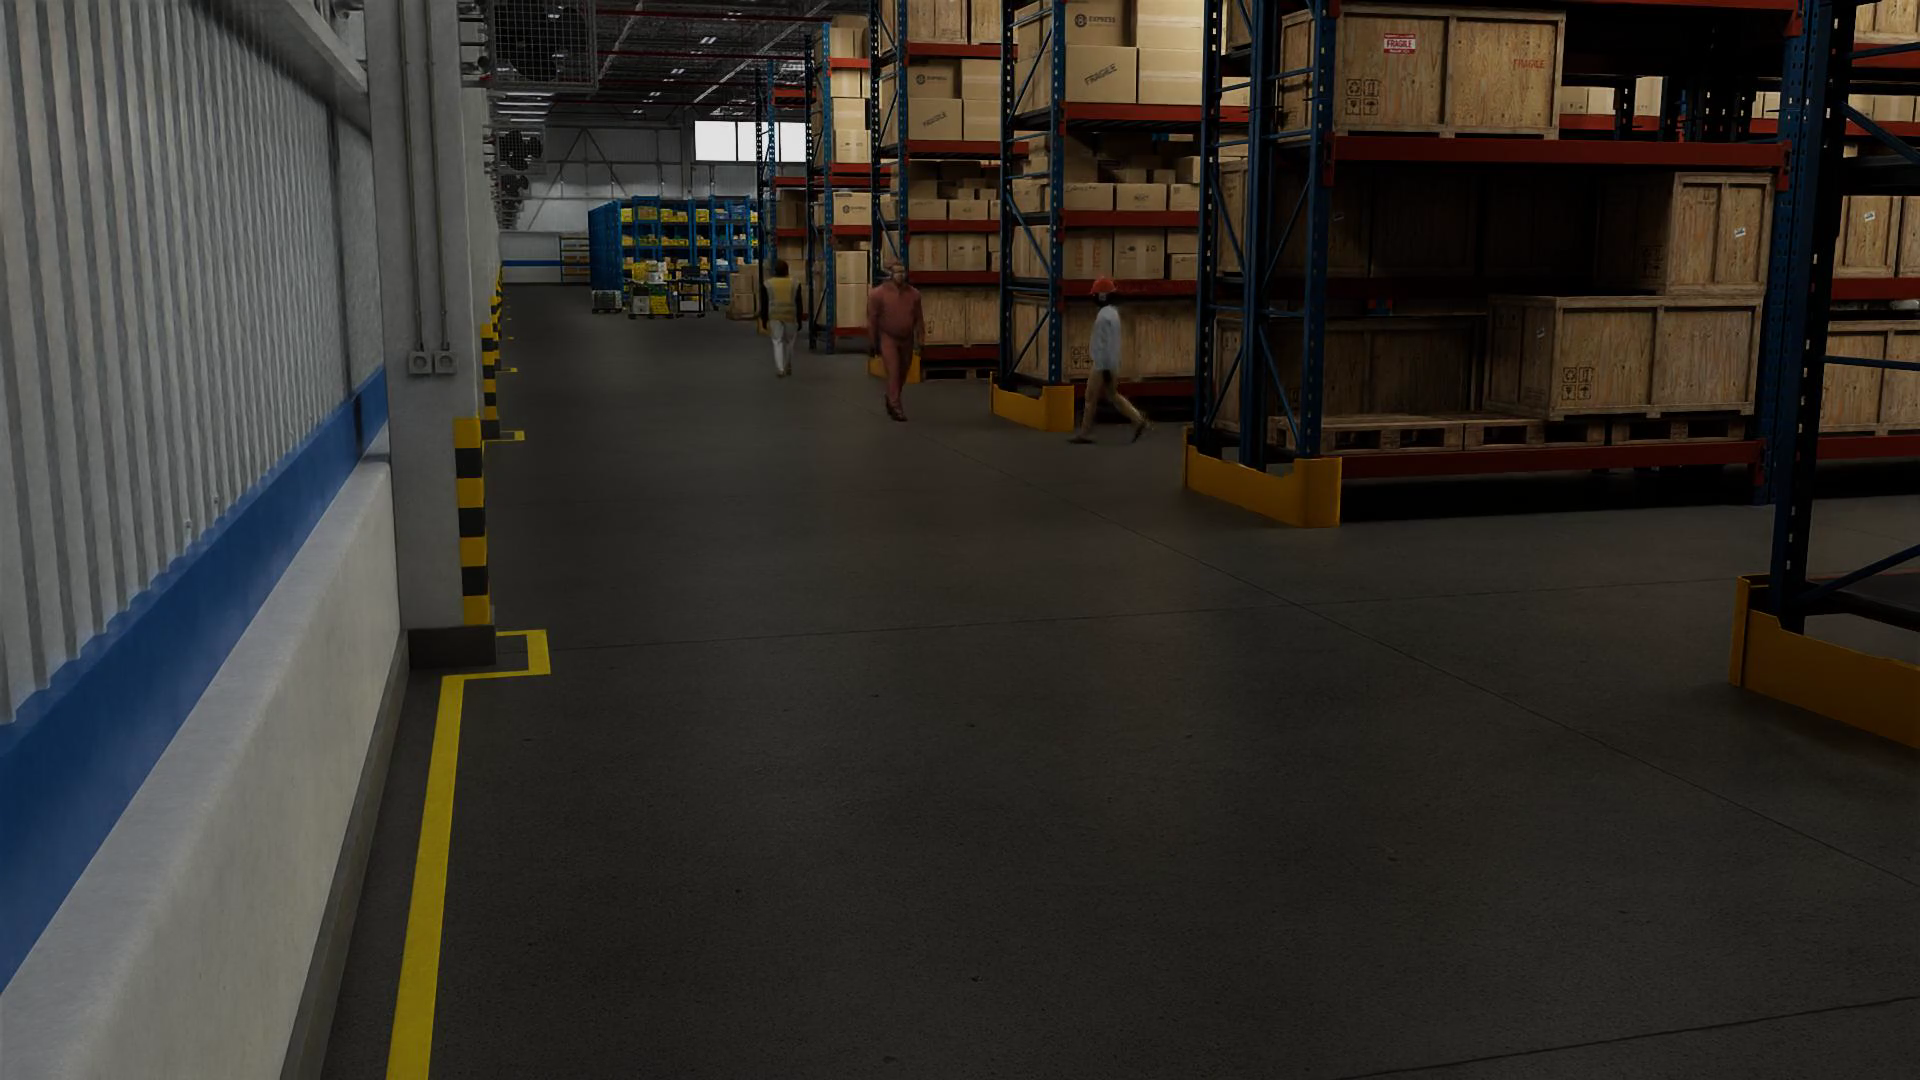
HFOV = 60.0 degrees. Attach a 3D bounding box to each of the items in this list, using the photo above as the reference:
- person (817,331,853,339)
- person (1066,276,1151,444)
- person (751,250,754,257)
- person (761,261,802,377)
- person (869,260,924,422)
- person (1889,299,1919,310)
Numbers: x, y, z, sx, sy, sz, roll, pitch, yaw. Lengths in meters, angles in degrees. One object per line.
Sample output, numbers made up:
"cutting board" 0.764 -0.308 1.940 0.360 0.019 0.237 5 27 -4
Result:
"person" -2.785 -5.334 36.320 0.795 1.923 0.619 -1 10 -3
"person" 1.524 -1.821 16.965 0.787 1.728 0.564 4 11 21
"person" -9.732 -12.789 78.750 0.585 1.831 0.502 -3 11 -17
"person" -2.783 -3.445 25.956 0.639 1.801 0.944 -1 10 -7
"person" -0.761 -2.352 19.561 0.656 1.880 0.869 -5 11 -25
"person" 10.750 -2.218 19.163 0.817 1.732 0.535 -1 10 -8
